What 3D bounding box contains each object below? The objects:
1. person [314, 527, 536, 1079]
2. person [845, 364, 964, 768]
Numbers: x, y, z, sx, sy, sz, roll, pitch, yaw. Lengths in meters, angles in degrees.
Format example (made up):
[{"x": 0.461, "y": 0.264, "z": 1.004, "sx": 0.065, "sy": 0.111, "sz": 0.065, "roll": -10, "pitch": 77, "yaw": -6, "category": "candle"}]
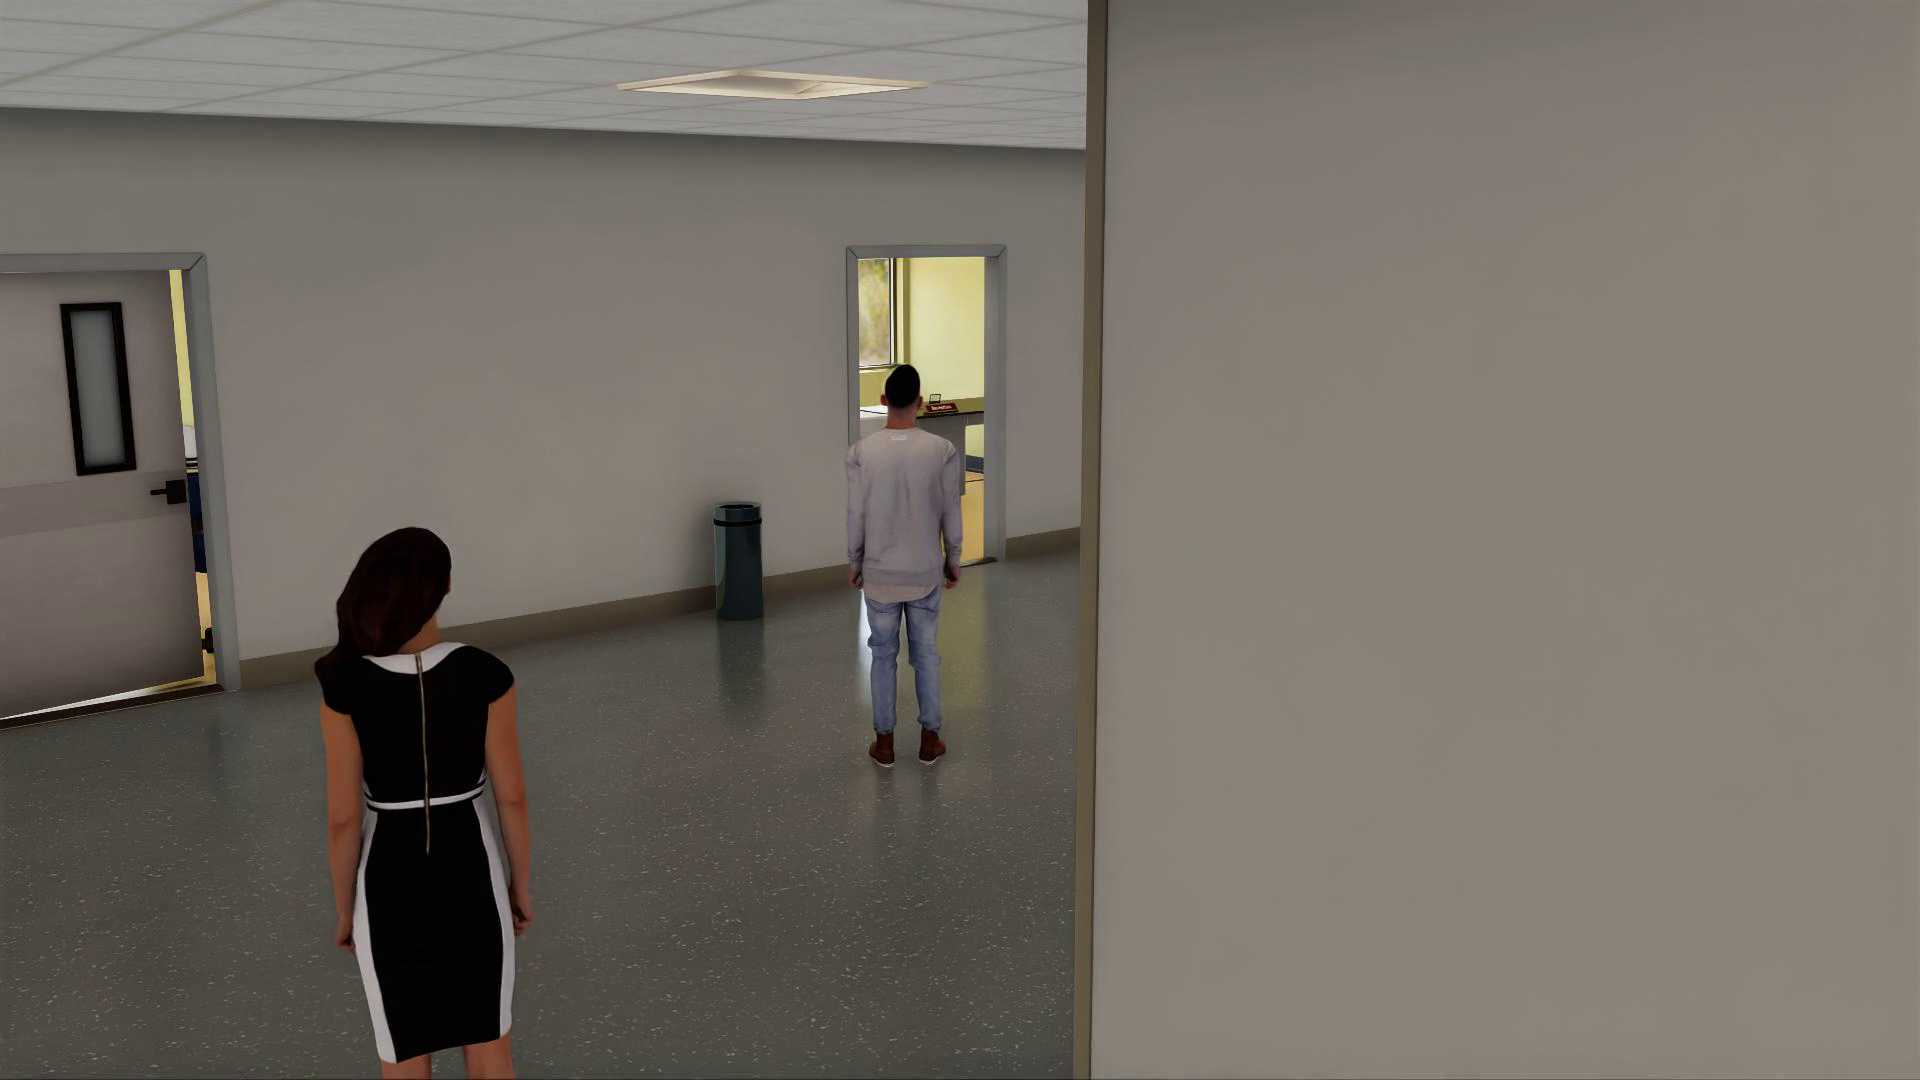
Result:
[{"x": -1.200, "y": 0.856, "z": 3.786, "sx": 0.562, "sy": 1.795, "sz": 0.712, "roll": -4, "pitch": 11, "yaw": -19, "category": "person"}, {"x": -0.257, "y": 0.115, "z": 7.573, "sx": 0.718, "sy": 1.840, "sz": 0.828, "roll": -1, "pitch": 11, "yaw": -5, "category": "person"}]
